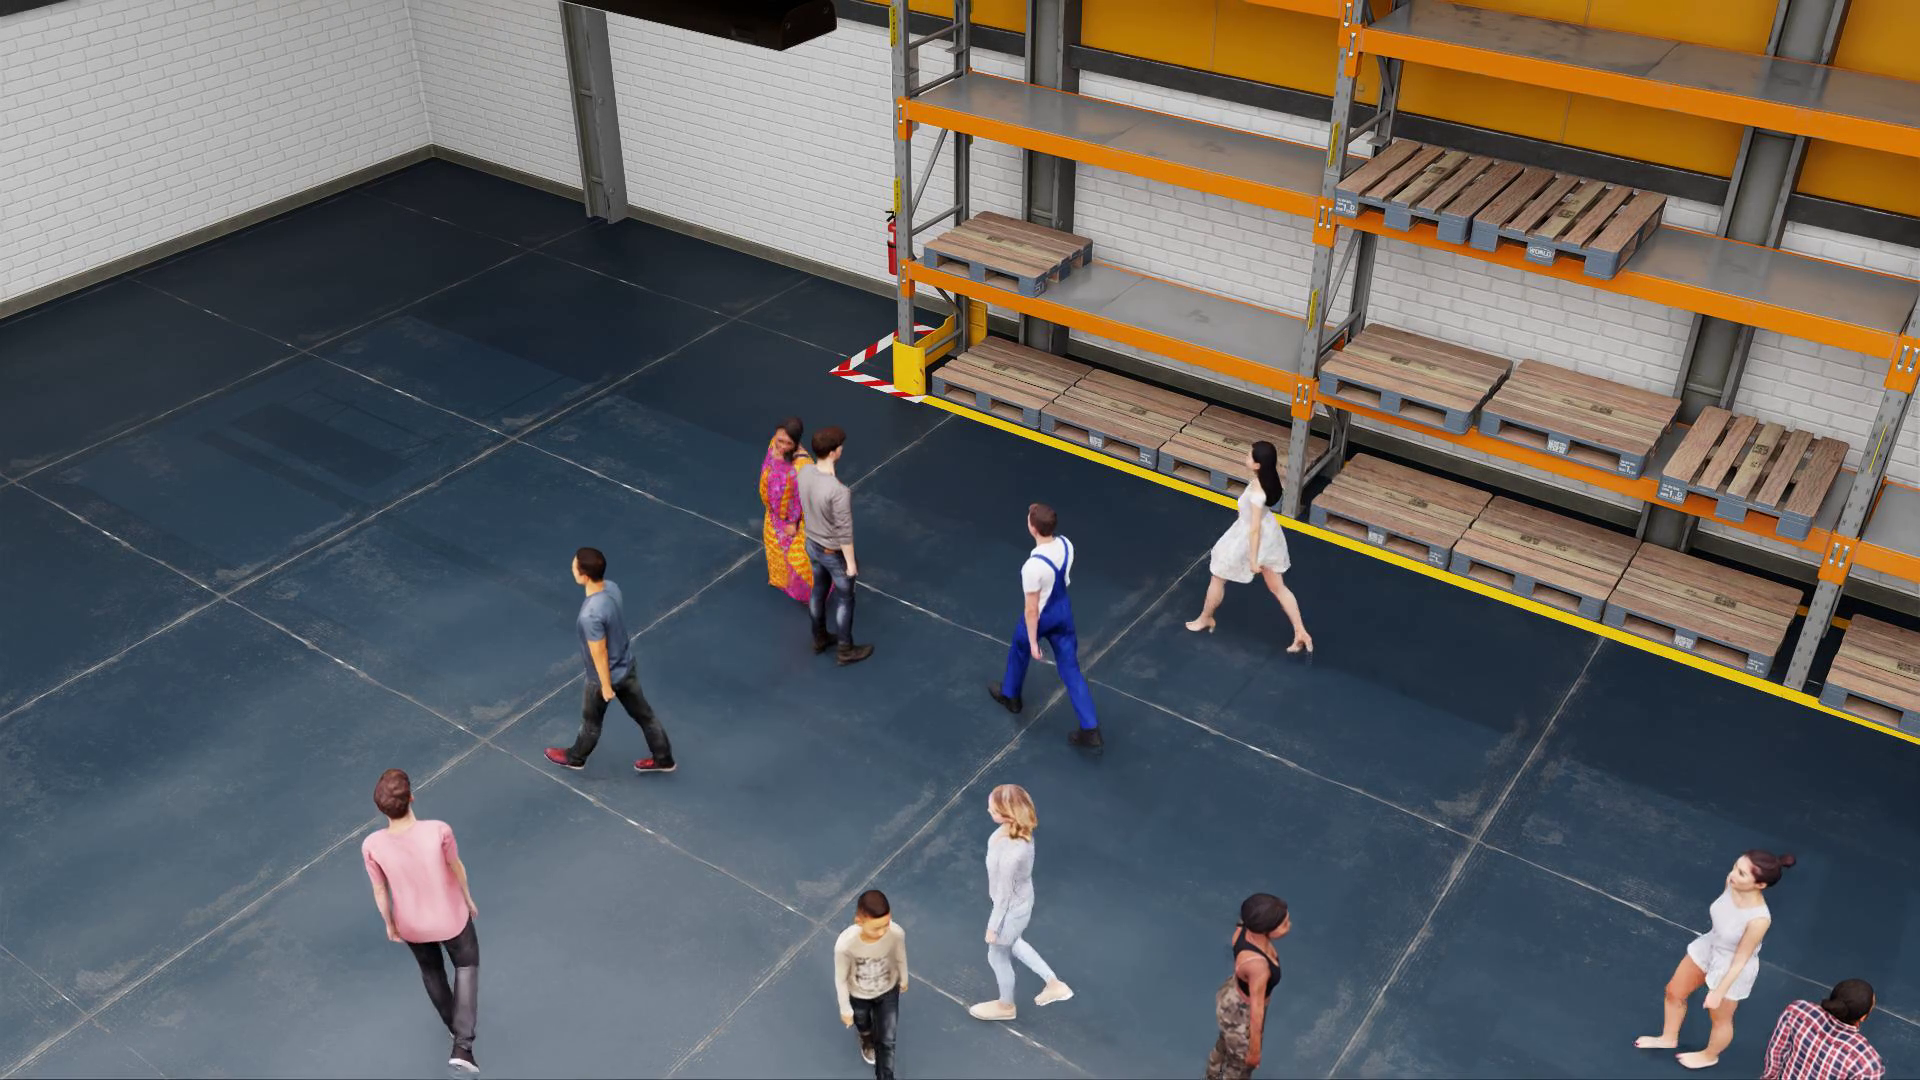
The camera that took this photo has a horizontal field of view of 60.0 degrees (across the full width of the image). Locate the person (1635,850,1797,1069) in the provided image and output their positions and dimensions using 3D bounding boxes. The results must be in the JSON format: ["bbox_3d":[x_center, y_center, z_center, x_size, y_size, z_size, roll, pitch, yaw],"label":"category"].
[{"bbox_3d":[4.141,2.245,8.831,0.813,1.597,0.752,0,34,-1],"label":"person"}]

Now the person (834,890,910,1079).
[{"bbox_3d":[-0.495,2.327,8.858,0.942,1.430,1.018,-8,34,-12],"label":"person"}]

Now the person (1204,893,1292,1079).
[{"bbox_3d":[1.439,2.428,8.466,0.686,1.696,0.663,2,34,3],"label":"person"}]

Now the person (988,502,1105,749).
[{"bbox_3d":[0.657,0.598,11.118,0.855,1.807,1.351,-25,41,-33],"label":"person"}]

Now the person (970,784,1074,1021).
[{"bbox_3d":[0.362,2.014,9.018,0.916,1.774,0.787,6,34,9],"label":"person"}]

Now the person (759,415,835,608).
[{"bbox_3d":[-1.257,-0.247,12.532,0.928,1.649,0.820,-7,34,-11],"label":"person"}]

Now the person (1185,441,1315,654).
[{"bbox_3d":[2.206,0.094,11.952,1.215,1.723,0.658,18,38,25],"label":"person"}]

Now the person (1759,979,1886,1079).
[{"bbox_3d":[4.062,2.729,7.954,0.834,1.760,0.684,-19,38,-26],"label":"person"}]

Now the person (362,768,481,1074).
[{"bbox_3d":[-2.793,2.059,8.796,1.006,1.945,1.090,-8,34,-12],"label":"person"}]

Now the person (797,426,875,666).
[{"bbox_3d":[-0.975,0.052,11.854,0.824,1.901,0.649,-27,42,-34],"label":"person"}]

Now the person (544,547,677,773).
[{"bbox_3d":[-2.177,0.842,10.784,1.221,1.771,0.990,5,34,7],"label":"person"}]
